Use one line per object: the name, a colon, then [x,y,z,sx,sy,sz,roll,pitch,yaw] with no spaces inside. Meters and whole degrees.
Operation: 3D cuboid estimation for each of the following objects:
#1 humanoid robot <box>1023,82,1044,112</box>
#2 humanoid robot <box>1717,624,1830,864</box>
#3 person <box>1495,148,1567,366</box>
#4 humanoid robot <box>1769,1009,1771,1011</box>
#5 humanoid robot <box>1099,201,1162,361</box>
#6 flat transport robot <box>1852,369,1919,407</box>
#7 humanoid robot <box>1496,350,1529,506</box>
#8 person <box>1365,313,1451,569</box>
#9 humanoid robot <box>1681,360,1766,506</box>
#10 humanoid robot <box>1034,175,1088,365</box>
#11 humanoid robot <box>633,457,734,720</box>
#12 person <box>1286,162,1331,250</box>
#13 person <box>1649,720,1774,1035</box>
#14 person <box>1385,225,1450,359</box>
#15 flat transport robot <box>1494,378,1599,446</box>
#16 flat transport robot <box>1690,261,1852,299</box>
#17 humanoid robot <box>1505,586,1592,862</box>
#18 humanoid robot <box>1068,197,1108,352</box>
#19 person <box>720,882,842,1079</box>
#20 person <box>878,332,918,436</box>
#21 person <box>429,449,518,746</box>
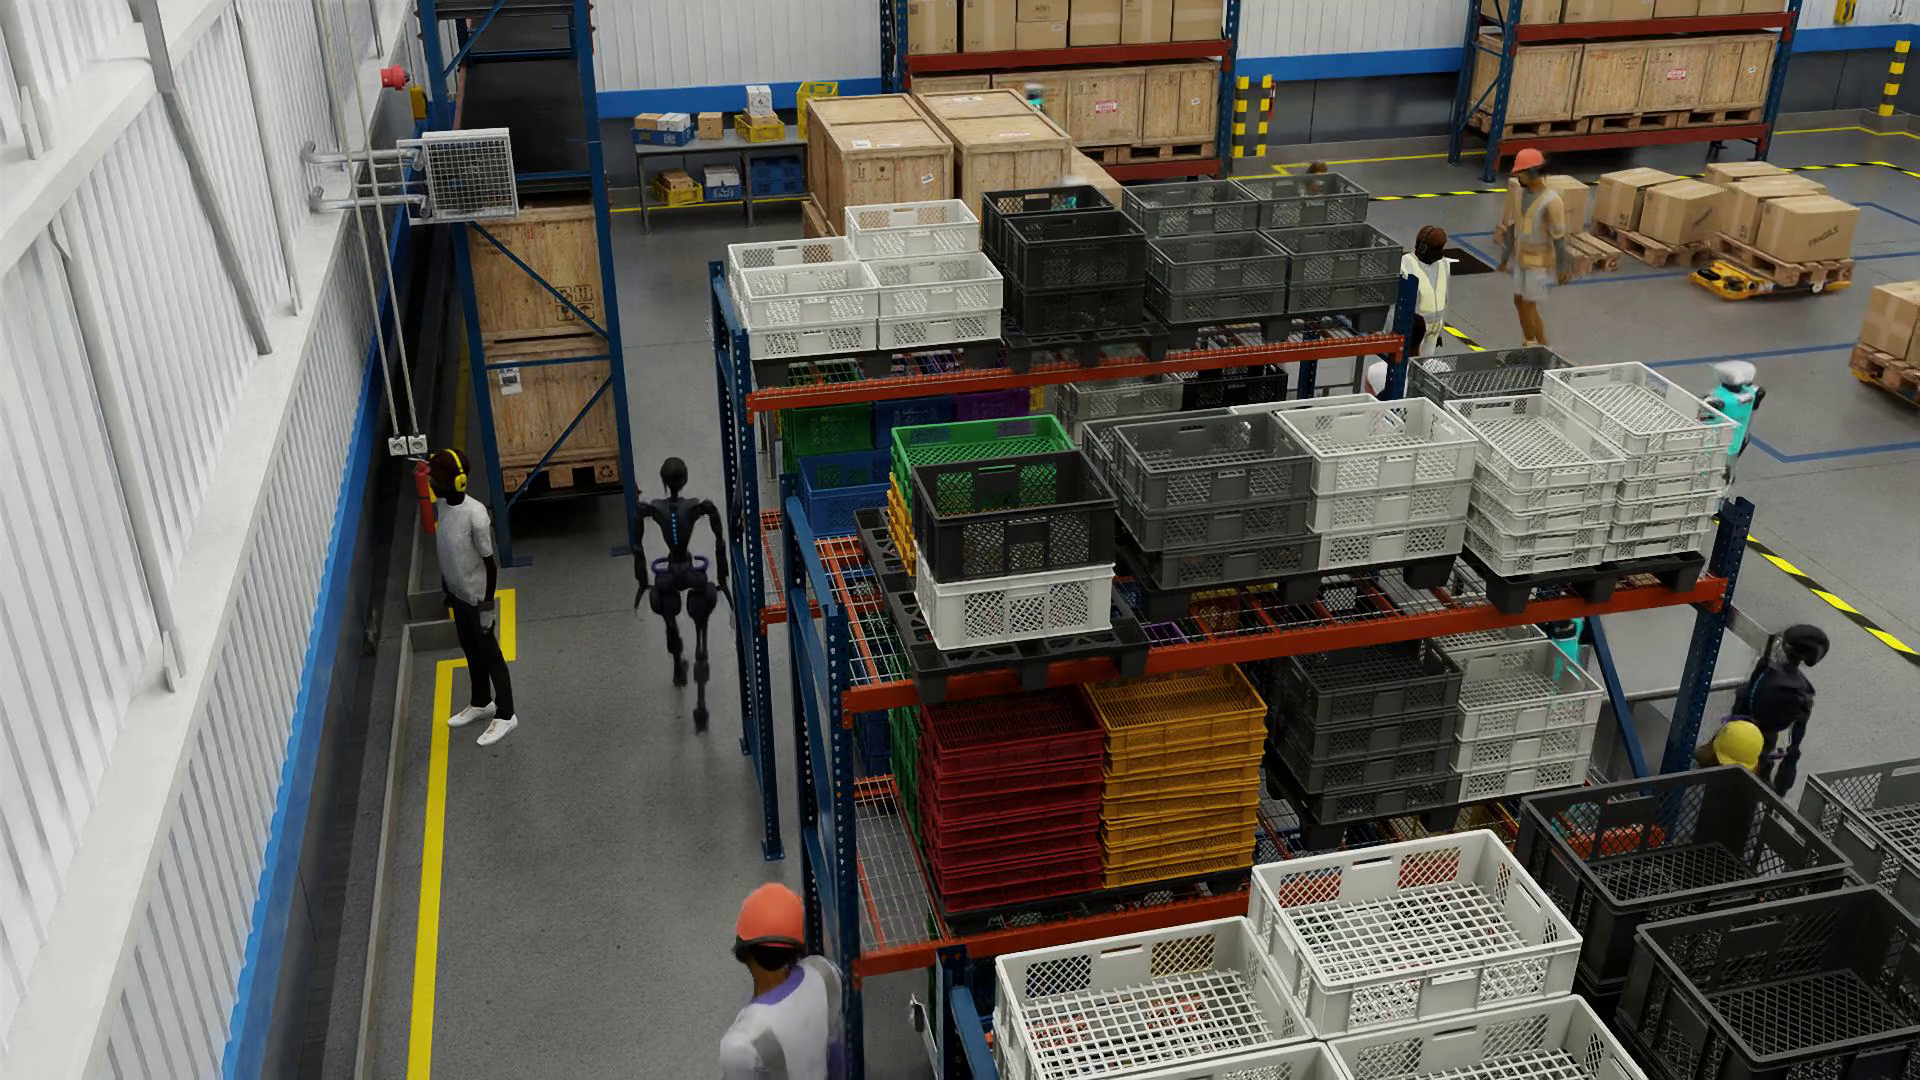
humanoid robot: [1.088,-4.143,18.394,0.884,1.830,0.553,-7,28,-12]
humanoid robot: [4.054,1.116,8.438,0.613,1.630,0.597,-1,28,-1]
person: [5.124,-2.519,14.974,0.542,1.994,0.630,-8,29,-15]
humanoid robot: [3.033,2.249,6.266,0.309,1.654,0.610,15,31,26]
humanoid robot: [1.378,-1.997,14.305,0.661,1.834,0.551,-6,28,-10]
flat transport robot: [8.559,-1.299,14.481,0.652,0.197,1.431,-6,28,-12]
humanoid robot: [3.663,-0.525,11.537,0.464,1.647,0.613,-2,28,-4]
person: [3.036,-0.641,11.508,0.592,1.910,0.389,1,28,2]
humanoid robot: [4.919,-0.489,11.453,0.530,1.778,1.027,-14,31,-25]
humanoid robot: [0.796,-2.357,14.992,0.775,1.828,0.545,-4,28,-7]
humanoid robot: [-1.685,0.278,10.062,0.610,1.637,0.762,-3,28,-5]
person: [3.167,-2.544,15.195,0.544,1.829,0.415,-12,30,-21]
person: [3.317,1.533,7.562,0.405,1.724,0.528,-24,36,-38]
person: [3.707,-1.672,13.548,0.628,1.835,0.429,-15,31,-26]
flat transport robot: [4.780,-1.036,14.013,0.659,0.231,1.431,-6,28,-12]
flat transport robot: [8.408,-2.746,17.226,1.431,0.197,0.652,-6,28,-12]
humanoid robot: [3.005,1.177,8.336,0.548,1.886,0.767,-10,29,-18]
humanoid robot: [1.327,-2.247,14.764,0.811,1.797,0.530,-13,30,-22]
person: [-0.616,2.183,6.085,0.961,1.977,0.687,16,32,28]
person: [-0.450,-0.875,12.102,0.326,1.765,0.525,9,29,16]
person: [-2.881,0.324,9.710,0.509,1.876,0.329,23,36,37]
